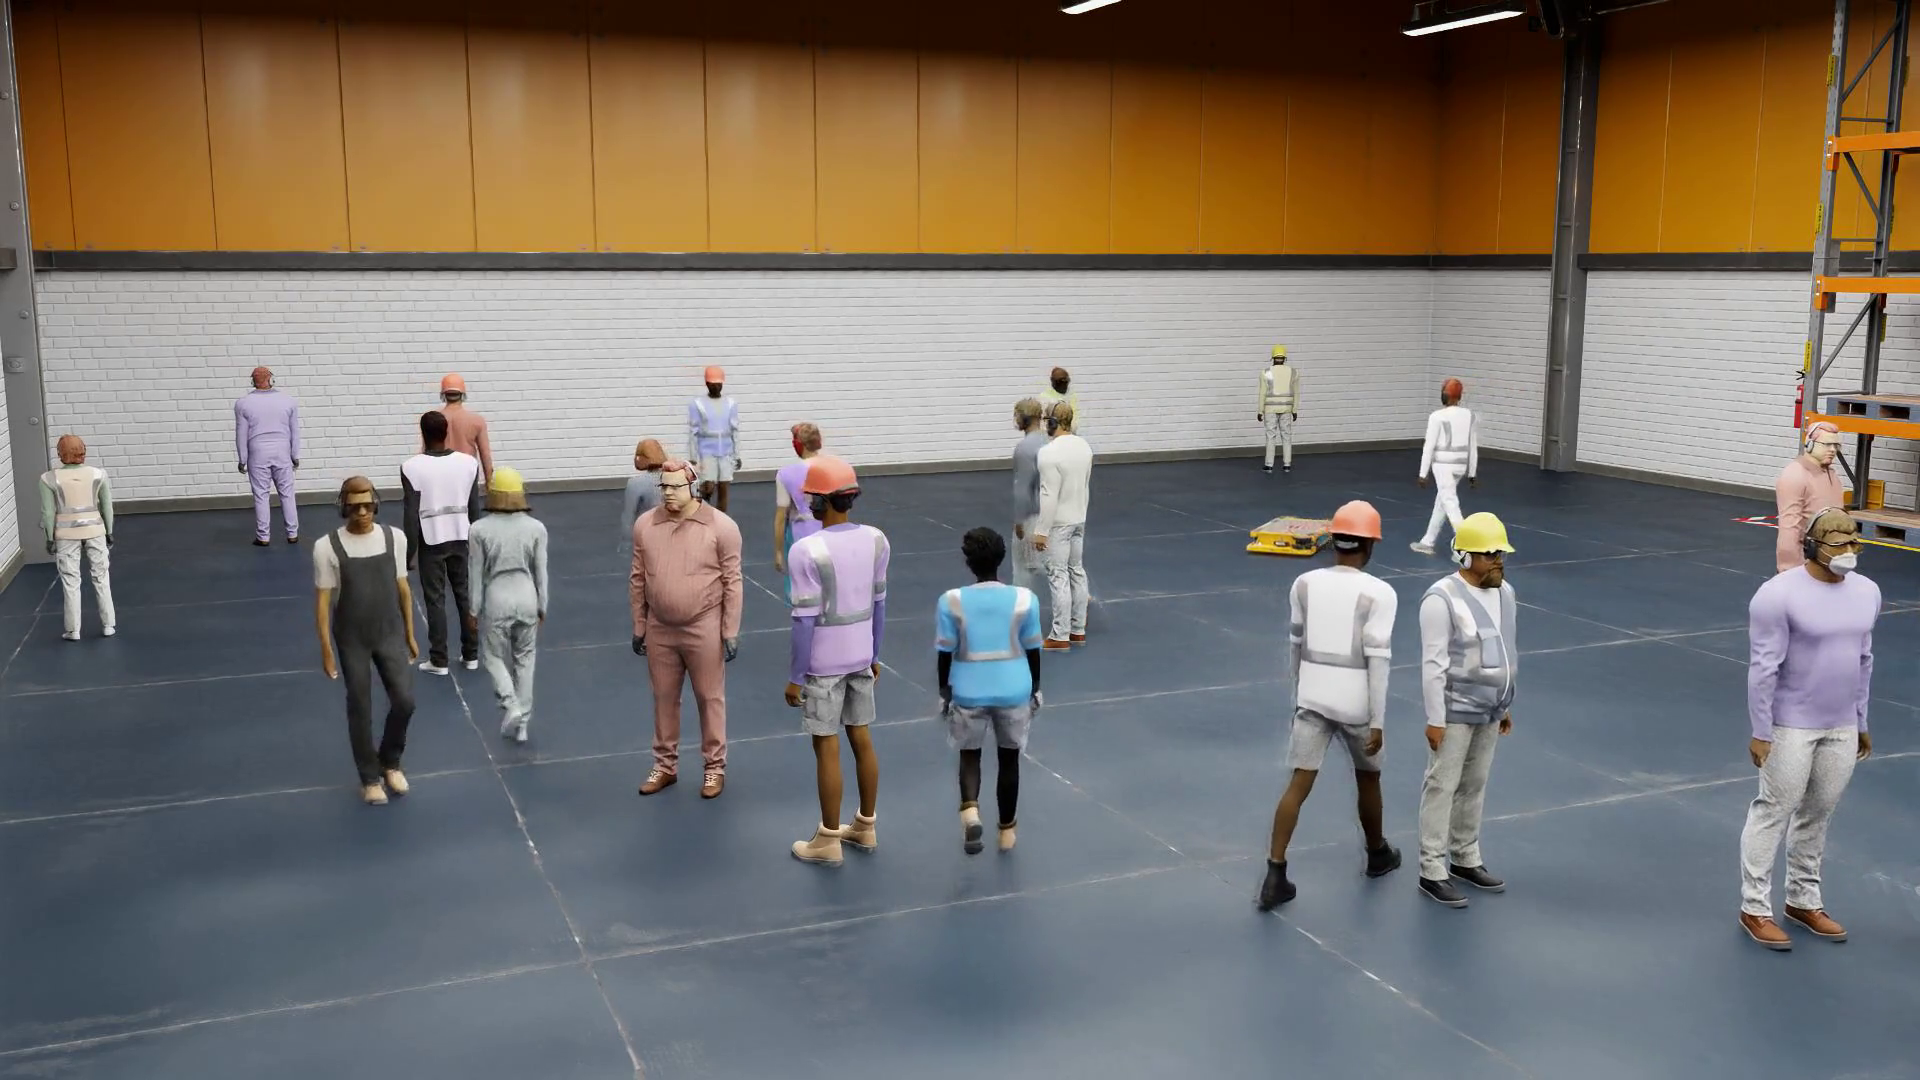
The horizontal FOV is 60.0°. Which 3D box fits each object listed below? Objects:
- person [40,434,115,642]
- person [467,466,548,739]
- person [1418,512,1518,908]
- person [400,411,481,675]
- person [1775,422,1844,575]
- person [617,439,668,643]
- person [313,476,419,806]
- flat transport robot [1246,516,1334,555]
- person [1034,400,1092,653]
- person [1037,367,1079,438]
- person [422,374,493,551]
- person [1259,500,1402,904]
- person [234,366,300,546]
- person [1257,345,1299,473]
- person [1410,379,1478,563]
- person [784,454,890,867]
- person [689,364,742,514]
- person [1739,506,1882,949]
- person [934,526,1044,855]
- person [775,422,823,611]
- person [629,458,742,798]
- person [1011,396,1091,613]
[{"bbox_3d":[-6.954,-0.015,13.145,0.511,1.641,0.307,-7,12,-38],"label":"person"},{"bbox_3d":[-2.784,0.409,10.288,0.506,1.726,0.445,-5,11,-30],"label":"person"},{"bbox_3d":[2.386,0.775,7.771,0.592,1.834,0.404,-7,12,-36],"label":"person"},{"bbox_3d":[-3.751,0.022,12.085,0.597,1.915,0.370,-9,13,-42],"label":"person"},{"bbox_3d":[5.841,0.138,11.429,0.641,1.904,0.401,-8,12,-39],"label":"person"},{"bbox_3d":[-2.413,0.017,13.028,0.449,1.618,0.509,7,12,38],"label":"person"},{"bbox_3d":[-3.228,0.558,9.098,0.541,1.829,0.416,-6,11,-34],"label":"person"},{"bbox_3d":[3.530,-0.055,17.525,0.652,0.197,1.431,4,10,25],"label":"flat transport robot"},{"bbox_3d":[0.784,-0.106,12.790,0.352,1.937,0.635,6,11,34],"label":"person"},{"bbox_3d":[1.134,-1.101,19.244,0.653,1.804,0.456,-9,13,-42],"label":"person"},{"bbox_3d":[-4.755,-0.597,15.750,0.631,1.953,1.026,-1,9,-4],"label":"person"},{"bbox_3d":[1.762,0.758,7.818,0.579,1.870,1.016,8,12,39],"label":"person"},{"bbox_3d":[-7.336,-0.885,17.629,0.642,1.902,0.399,-6,11,-34],"label":"person"},{"bbox_3d":[4.551,-1.876,23.843,0.600,1.830,0.403,-1,9,-7],"label":"person"},{"bbox_3d":[4.917,-0.704,16.758,0.591,1.835,0.970,-5,10,-27],"label":"person"},{"bbox_3d":[-0.623,0.592,8.240,0.366,2.047,0.608,8,13,41],"label":"person"},{"bbox_3d":[-2.625,-0.939,17.919,0.544,1.922,0.401,-5,11,-29],"label":"person"},{"bbox_3d":[3.704,0.809,7.249,0.632,1.938,0.359,-3,10,-16],"label":"person"},{"bbox_3d":[0.149,0.772,8.248,0.554,1.681,0.498,0,9,2],"label":"person"},{"bbox_3d":[-1.101,0.041,12.250,0.574,1.826,0.720,-6,11,-33],"label":"person"},{"bbox_3d":[-1.539,0.493,9.260,0.648,1.907,0.401,2,10,12],"label":"person"},{"bbox_3d":[0.654,-0.219,13.582,0.859,1.913,0.635,3,10,20],"label":"person"}]
